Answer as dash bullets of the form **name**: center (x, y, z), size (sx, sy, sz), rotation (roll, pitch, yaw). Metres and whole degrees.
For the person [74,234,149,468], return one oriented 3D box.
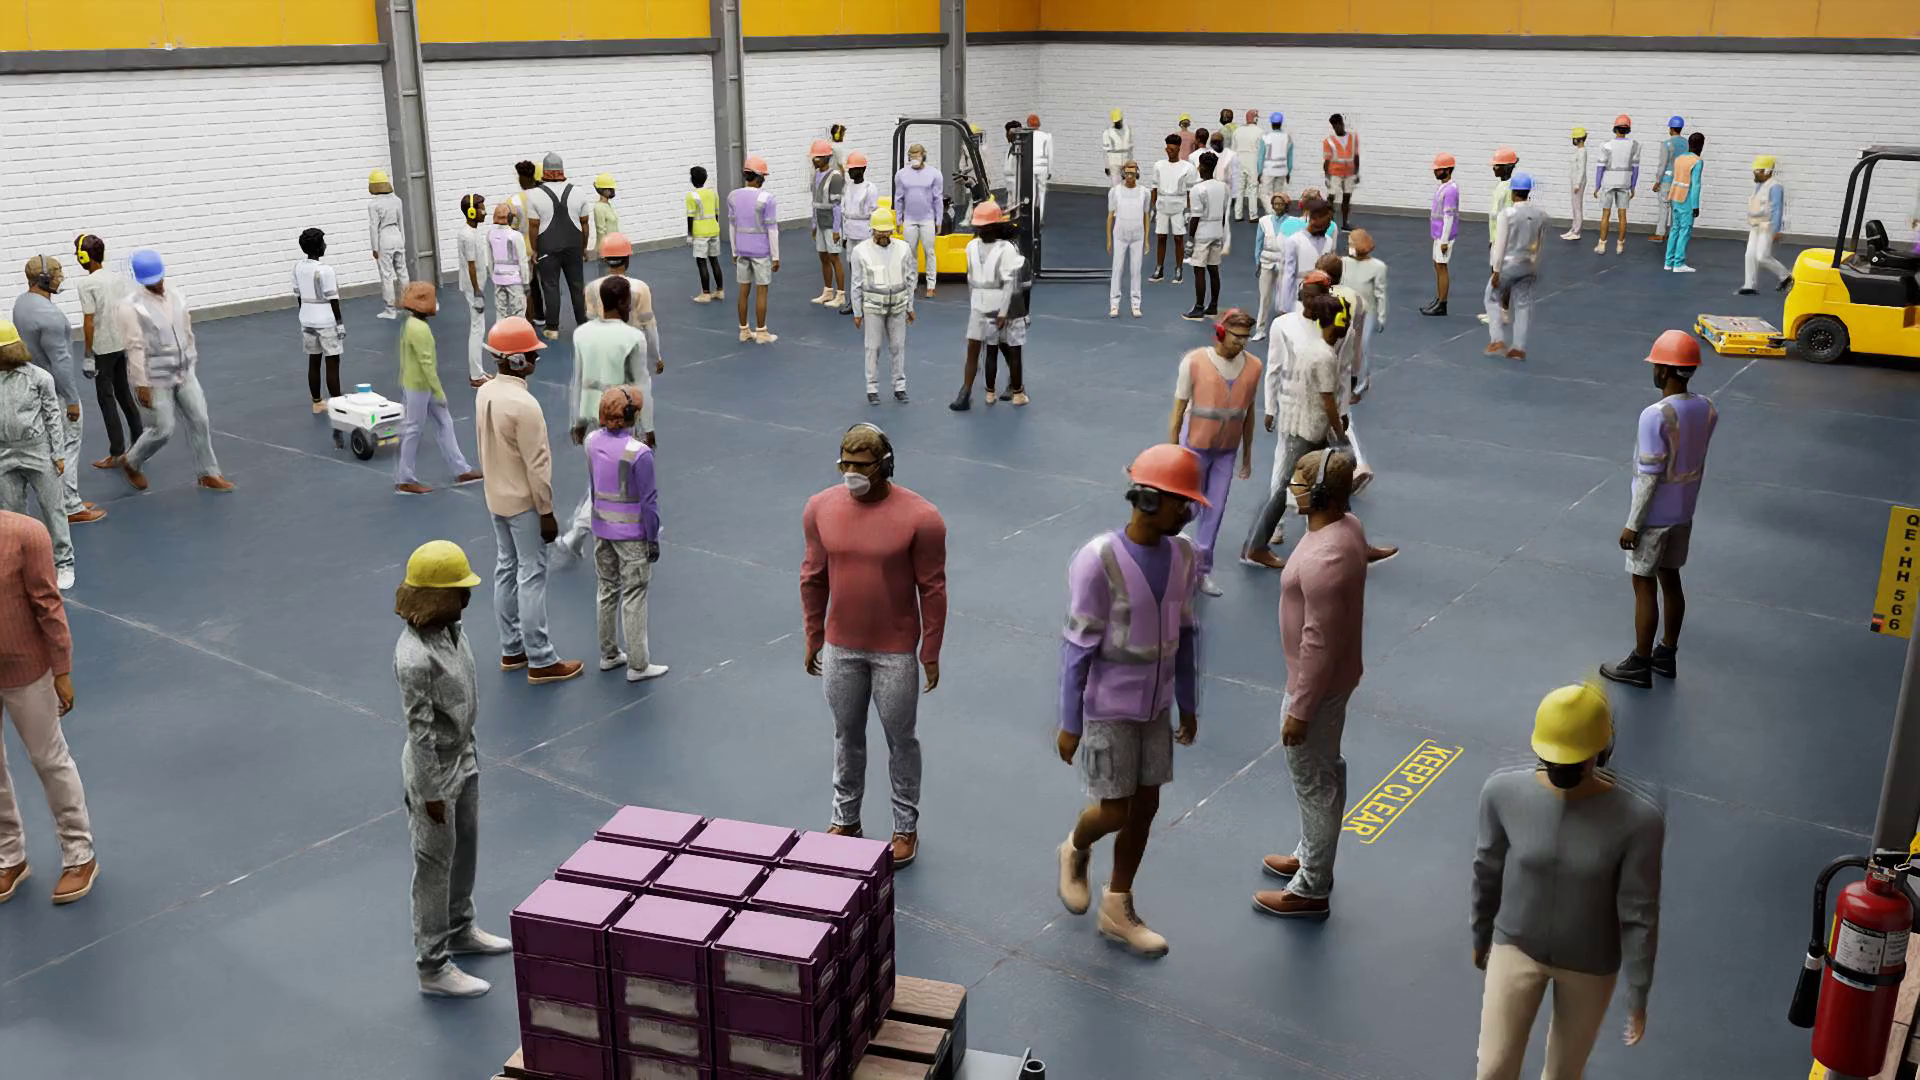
- **person**: center (-6.787, -1.495, 13.239), size (0.330, 1.856, 0.531), rotation (3, 18, 9)

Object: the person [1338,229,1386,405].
- **person**: center (3.763, -2.119, 15.593), size (0.516, 1.604, 0.702), rotation (13, 22, 35)

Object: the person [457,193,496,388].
- **person**: center (-4.662, -2.404, 16.070), size (0.332, 1.864, 0.506), rotation (-5, 18, -16)

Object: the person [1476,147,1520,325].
- **person**: center (6.235, -3.501, 19.229), size (0.404, 2.036, 0.601), rotation (0, 18, 0)

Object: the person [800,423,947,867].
- **person**: center (-0.373, 0.447, 7.024), size (0.638, 1.938, 0.357), rotation (5, 19, 17)

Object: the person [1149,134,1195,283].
- **person**: center (2.819, -4.420, 22.200), size (0.606, 1.966, 0.367), rotation (9, 20, 26)

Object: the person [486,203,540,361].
- **person**: center (-4.651, -2.648, 17.191), size (0.511, 1.639, 0.308), rotation (9, 20, 26)

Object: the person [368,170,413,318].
- **person**: center (-6.789, -3.500, 19.697), size (0.333, 1.735, 0.489), rotation (10, 20, 29)

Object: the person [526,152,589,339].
- **person**: center (-4.473, -3.274, 18.496), size (0.688, 2.000, 0.535), rotation (-9, 20, -26)

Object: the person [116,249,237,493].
- **person**: center (-5.960, -1.233, 12.348), size (0.699, 1.903, 0.641), rotation (7, 19, 21)

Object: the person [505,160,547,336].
- **person**: center (-4.730, -3.222, 18.481), size (0.643, 1.956, 0.391), rotation (-12, 21, -33)

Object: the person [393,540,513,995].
- **person**: center (-1.877, 0.834, 6.148), size (0.323, 1.737, 0.487), rotation (1, 18, 3)

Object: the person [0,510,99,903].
- **person**: center (-3.896, 0.535, 6.688), size (0.624, 1.980, 0.410), rotation (-2, 18, -7)

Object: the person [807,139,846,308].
- **person**: center (-1.656, -3.865, 20.368), size (0.417, 2.034, 0.603), rotation (-12, 21, -33)

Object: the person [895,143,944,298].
- **person**: center (-0.519, -4.042, 21.087), size (0.635, 1.931, 0.379), rotation (4, 18, 12)

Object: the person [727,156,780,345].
- **person**: center (-2.225, -3.146, 18.118), size (0.613, 2.033, 0.412), rotation (9, 20, 27)

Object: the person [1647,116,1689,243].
- **person**: center (11.140, -5.647, 26.071), size (0.602, 1.948, 0.387), rotation (-8, 19, -23)

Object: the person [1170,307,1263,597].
- **person**: center (1.549, -0.588, 10.479), size (0.626, 1.810, 0.625), rotation (-7, 19, -20)

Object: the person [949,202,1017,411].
- **person**: center (0.269, -2.149, 15.241), size (0.547, 1.890, 0.994), rotation (11, 21, 30)

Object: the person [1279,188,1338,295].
- **person**: center (3.465, -2.583, 16.644), size (0.565, 1.850, 0.390), rotation (5, 18, 14)

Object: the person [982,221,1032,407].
- **person**: center (0.403, -2.070, 15.283), size (0.535, 1.699, 0.322), rotation (6, 19, 18)

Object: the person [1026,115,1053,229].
- **person**: center (1.241, -6.163, 27.833), size (0.605, 1.854, 0.655), rotation (0, 18, 0)

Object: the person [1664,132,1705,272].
- **person**: center (10.099, -4.705, 23.188), size (0.401, 1.908, 0.598), rotation (-2, 18, -6)

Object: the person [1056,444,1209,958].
- **person**: center (0.634, 0.611, 6.422), size (0.672, 2.000, 0.593), rotation (-13, 22, -34)

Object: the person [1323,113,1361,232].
- **person**: center (6.254, -5.970, 27.124), size (0.731, 1.929, 0.370), rotation (-3, 18, -8)

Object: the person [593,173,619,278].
- **person**: center (-4.006, -3.293, 19.000), size (0.312, 1.767, 0.533), rotation (1, 18, 2)

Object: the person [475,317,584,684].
- **person**: center (-2.364, -0.213, 8.996), size (0.387, 1.996, 0.611), rotation (-15, 23, -38)

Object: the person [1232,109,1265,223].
- **person**: center (4.966, -6.404, 28.504), size (0.643, 1.910, 0.400), rotation (16, 24, 41)

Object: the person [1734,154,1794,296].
- **person**: center (10.250, -3.972, 21.064), size (0.655, 1.805, 0.623), rotation (0, 18, -1)

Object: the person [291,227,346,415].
- **person**: center (-5.699, -1.933, 14.860), size (0.534, 1.697, 0.318), rotation (10, 20, 29)

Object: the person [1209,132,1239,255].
- **person**: center (3.820, -5.124, 24.660), size (0.639, 1.813, 0.518), rotation (8, 20, 24)

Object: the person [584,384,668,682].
- **person**: center (-1.823, -0.034, 9.029), size (0.509, 1.629, 0.315), rotation (13, 22, 35)

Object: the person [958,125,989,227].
- **person**: center (0.211, -6.077, 27.813), size (0.501, 1.690, 0.925), rotation (12, 21, 32)
